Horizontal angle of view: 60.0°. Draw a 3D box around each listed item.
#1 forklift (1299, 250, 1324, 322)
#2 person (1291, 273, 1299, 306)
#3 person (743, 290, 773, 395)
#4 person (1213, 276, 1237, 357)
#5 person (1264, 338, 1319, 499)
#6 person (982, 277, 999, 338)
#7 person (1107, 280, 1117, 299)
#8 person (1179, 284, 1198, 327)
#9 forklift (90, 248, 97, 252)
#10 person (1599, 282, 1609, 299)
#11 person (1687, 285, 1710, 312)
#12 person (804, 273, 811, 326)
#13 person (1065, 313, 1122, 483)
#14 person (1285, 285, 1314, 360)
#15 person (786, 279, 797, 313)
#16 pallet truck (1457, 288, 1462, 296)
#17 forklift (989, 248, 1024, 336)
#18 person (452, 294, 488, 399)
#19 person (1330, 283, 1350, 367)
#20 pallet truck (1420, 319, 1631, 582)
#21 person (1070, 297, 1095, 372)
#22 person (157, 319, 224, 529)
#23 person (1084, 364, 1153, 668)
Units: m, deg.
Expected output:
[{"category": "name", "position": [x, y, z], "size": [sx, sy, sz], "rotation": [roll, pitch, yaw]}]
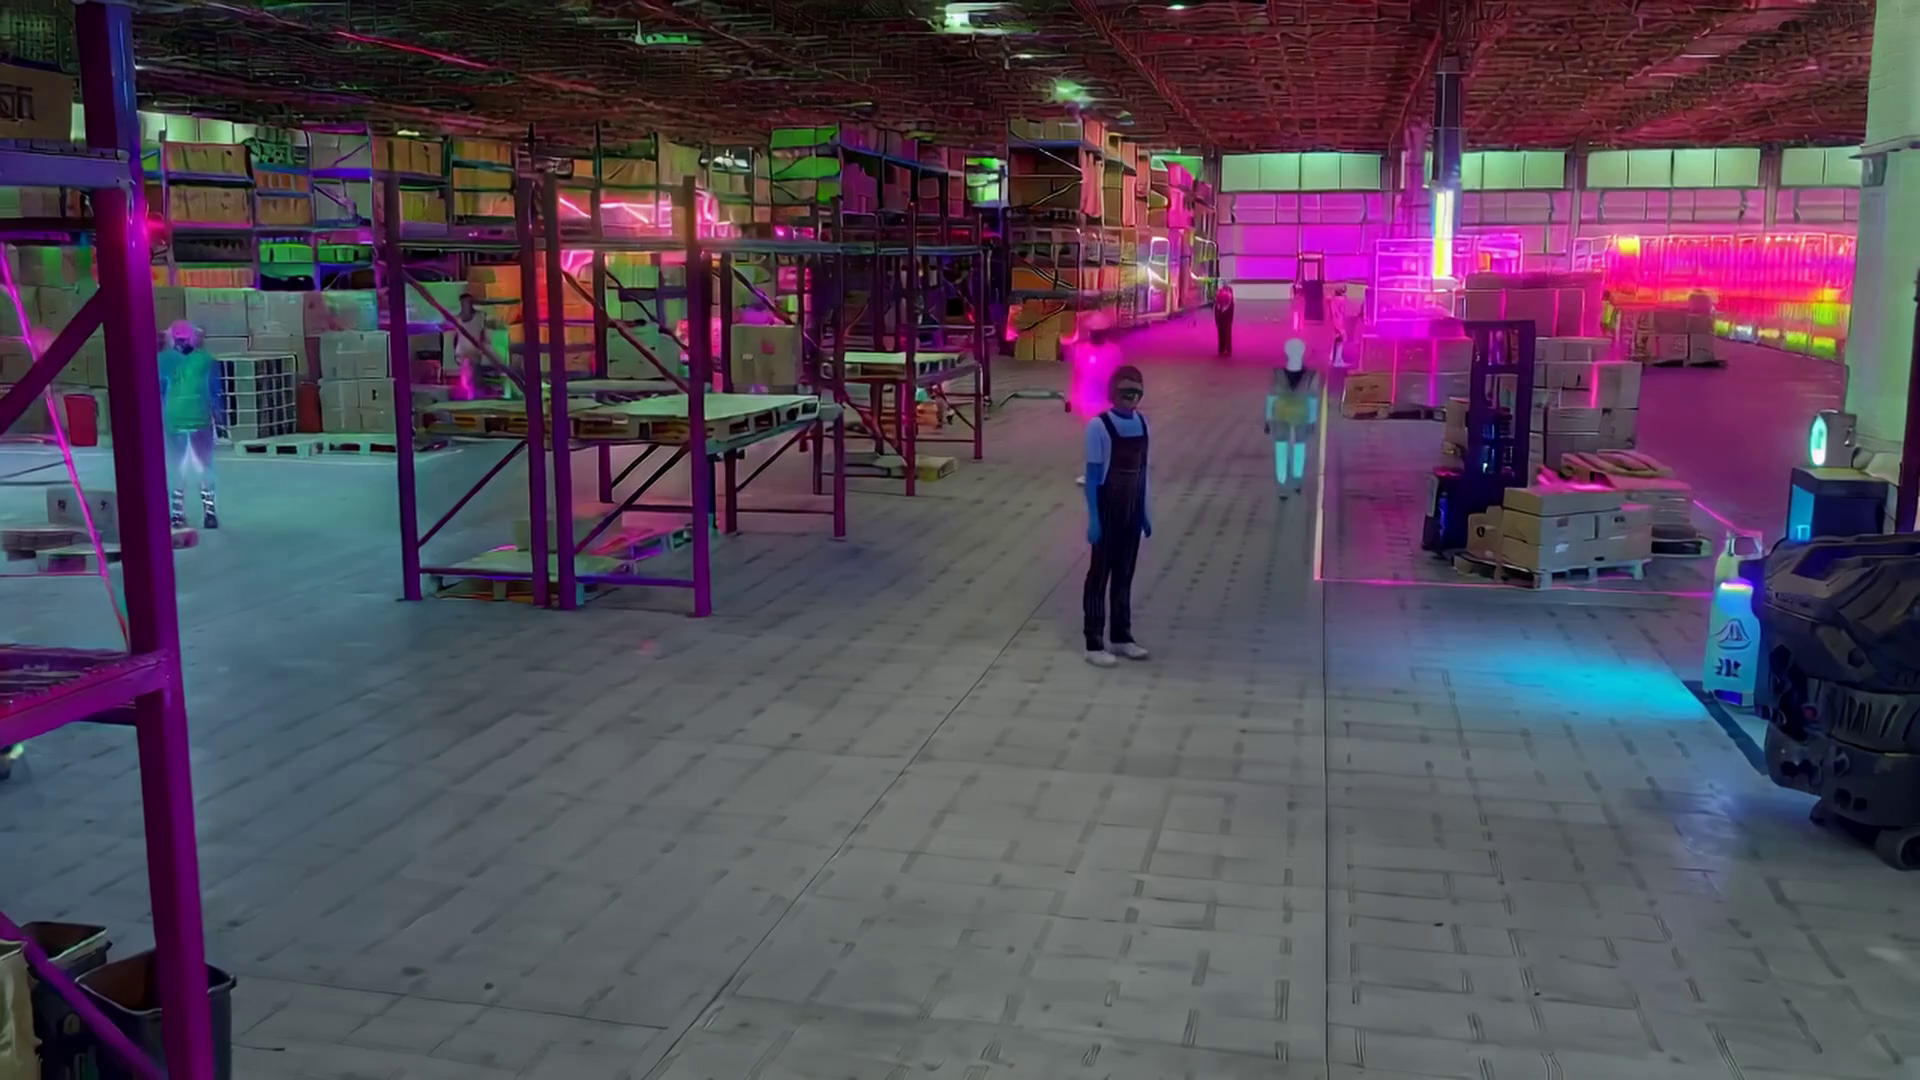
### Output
[{"category": "forklift", "position": [13.778, -10.002, 65.433], "size": [1.129, 2.768, 1.873], "rotation": [2, 10, 12]}, {"category": "person", "position": [14.041, -10.139, 69.094], "size": [0.647, 1.918, 0.573], "rotation": [5, 11, 28]}, {"category": "person", "position": [-3.626, -3.501, 29.779], "size": [0.906, 1.933, 0.598], "rotation": [9, 13, 43]}, {"category": "person", "position": [6.698, -5.693, 42.401], "size": [0.537, 2.000, 0.680], "rotation": [9, 13, 42]}, {"category": "person", "position": [3.436, -1.275, 17.307], "size": [0.552, 1.679, 0.521], "rotation": [1, 10, 5]}, {"category": "person", "position": [0.967, -7.345, 52.585], "size": [0.639, 1.908, 0.409], "rotation": [-5, 11, -28]}, {"category": "person", "position": [7.772, -12.878, 85.669], "size": [0.615, 1.806, 0.932], "rotation": [1, 10, 9]}, {"category": "person", "position": [8.335, -8.492, 60.311], "size": [0.825, 1.579, 0.537], "rotation": [-5, 11, -25]}, {"category": "forklift", "position": [-26.340, -7.528, 50.783], "size": [1.129, 2.768, 1.873], "rotation": [2, 10, 12]}, {"category": "person", "position": [23.481, -8.604, 60.787], "size": [0.541, 1.654, 0.882], "rotation": [-2, 10, -9]}, {"category": "person", "position": [19.584, -5.884, 44.251], "size": [0.600, 1.797, 0.857], "rotation": [2, 10, 9]}, {"category": "person", "position": [-5.604, -8.887, 61.393], "size": [0.554, 2.014, 0.710], "rotation": [9, 13, 43]}, {"category": "person", "position": [1.569, -1.610, 18.711], "size": [0.584, 1.896, 0.956], "rotation": [8, 12, 39]}, {"category": "person", "position": [8.278, -5.288, 40.539], "size": [0.609, 1.858, 0.530], "rotation": [7, 12, 34]}, {"category": "person", "position": [-7.618, -11.195, 75.364], "size": [0.553, 1.919, 0.808], "rotation": [1, 10, 3]}, {"category": "pallet truck", "position": [20.506, -9.785, 68.819], "size": [0.653, 1.274, 1.630], "rotation": [2, 10, 12]}, {"category": "forklift", "position": [1.578, -7.920, 53.106], "size": [1.129, 2.768, 1.873], "rotation": [2, 10, 12]}, {"category": "person", "position": [-8.025, -3.072, 27.262], "size": [0.590, 1.913, 0.399], "rotation": [2, 10, 9]}, {"category": "person", "position": [8.766, -4.949, 38.300], "size": [0.374, 1.935, 0.552], "rotation": [-4, 10, -21]}, {"category": "pallet truck", "position": [4.543, -0.757, 13.299], "size": [0.823, 1.965, 1.885], "rotation": [-4, 10, -22]}, {"category": "person", "position": [2.656, -4.395, 35.796], "size": [0.555, 1.663, 0.771], "rotation": [-4, 10, -22]}, {"category": "person", "position": [-7.102, -1.065, 15.318], "size": [0.627, 1.933, 0.371], "rotation": [-3, 10, -16]}, {"category": "person", "position": [0.976, -0.151, 10.171], "size": [0.506, 1.843, 0.350], "rotation": [-8, 12, -39]}]
